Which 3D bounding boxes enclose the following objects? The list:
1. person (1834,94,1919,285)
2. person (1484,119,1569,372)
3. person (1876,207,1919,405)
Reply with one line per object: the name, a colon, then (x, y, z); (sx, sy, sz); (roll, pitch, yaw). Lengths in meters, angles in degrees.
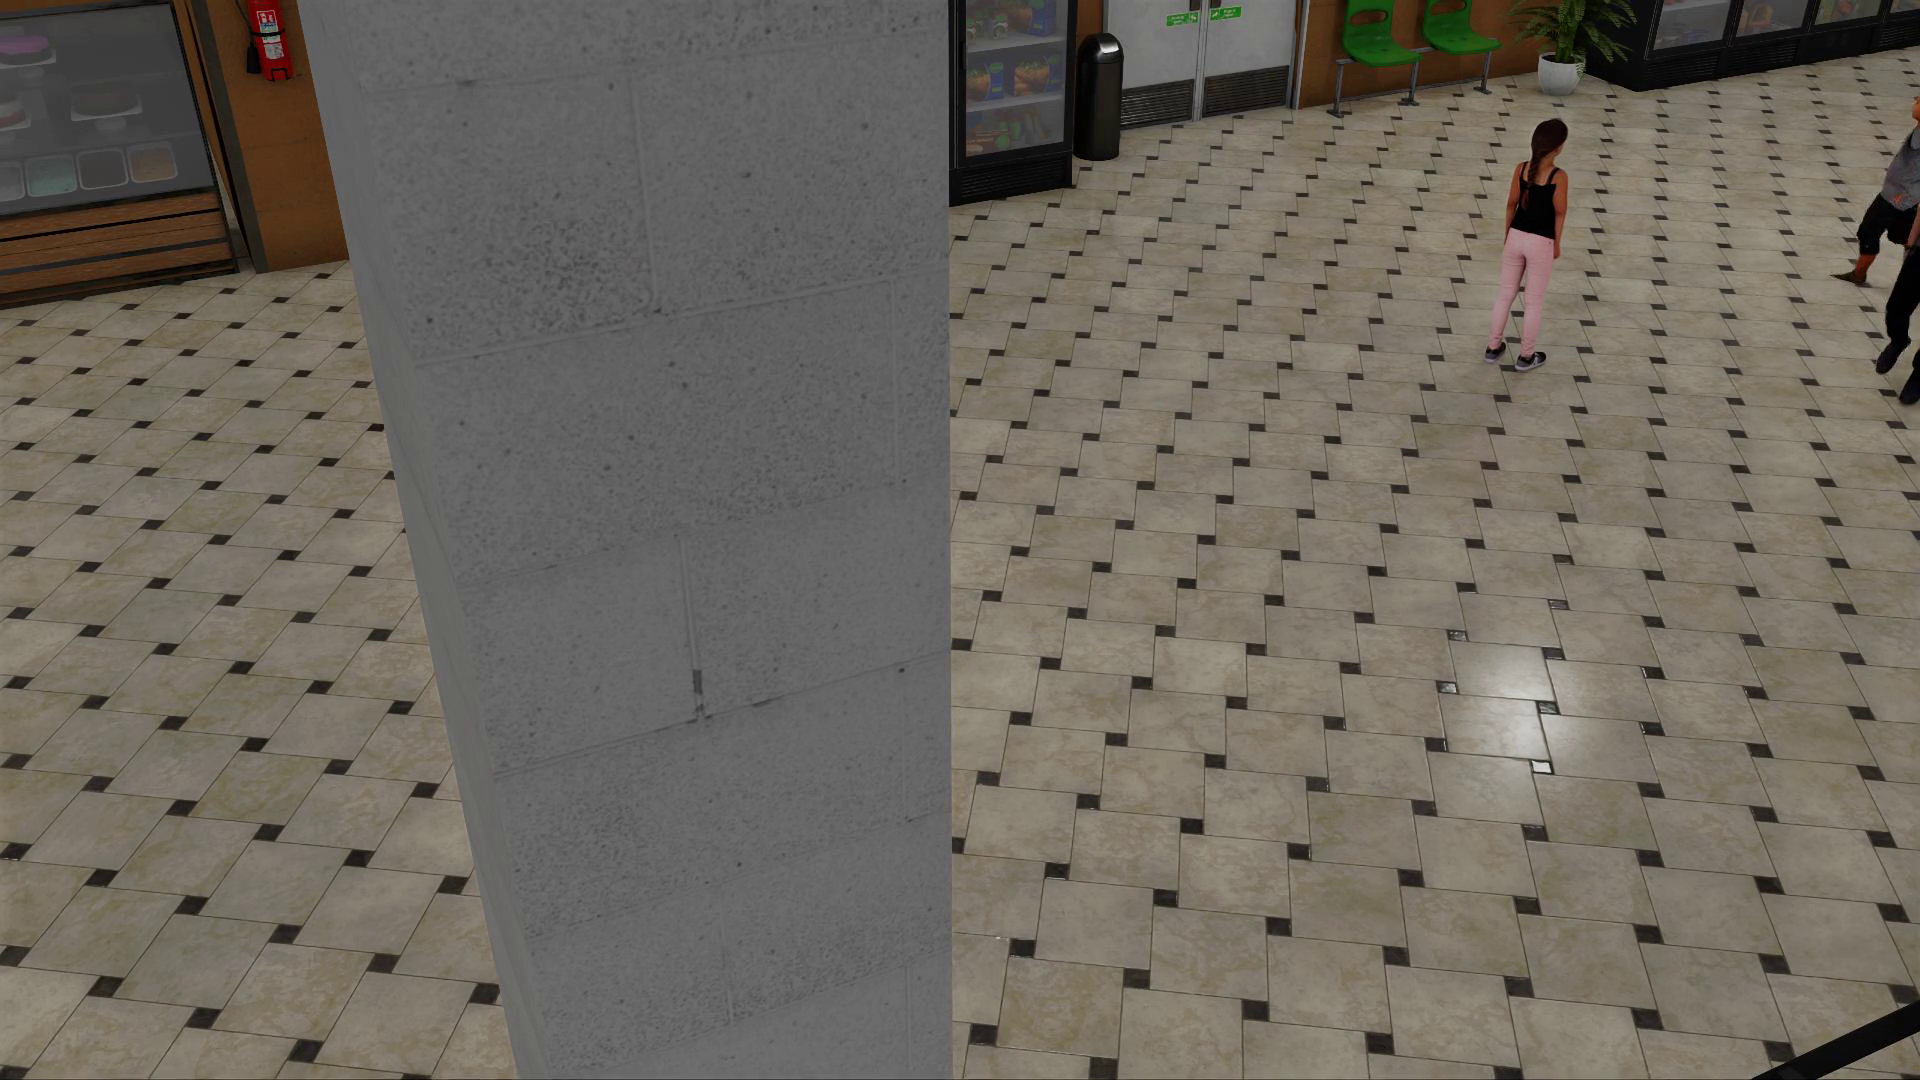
person: (6.415, -2.373, 11.166); (1.044, 1.438, 0.832); (24, 39, 33)
person: (3.472, -1.795, 10.118); (0.561, 1.565, 0.660); (25, 40, 34)
person: (5.816, -1.686, 9.773); (0.807, 1.743, 0.848); (22, 38, 31)
